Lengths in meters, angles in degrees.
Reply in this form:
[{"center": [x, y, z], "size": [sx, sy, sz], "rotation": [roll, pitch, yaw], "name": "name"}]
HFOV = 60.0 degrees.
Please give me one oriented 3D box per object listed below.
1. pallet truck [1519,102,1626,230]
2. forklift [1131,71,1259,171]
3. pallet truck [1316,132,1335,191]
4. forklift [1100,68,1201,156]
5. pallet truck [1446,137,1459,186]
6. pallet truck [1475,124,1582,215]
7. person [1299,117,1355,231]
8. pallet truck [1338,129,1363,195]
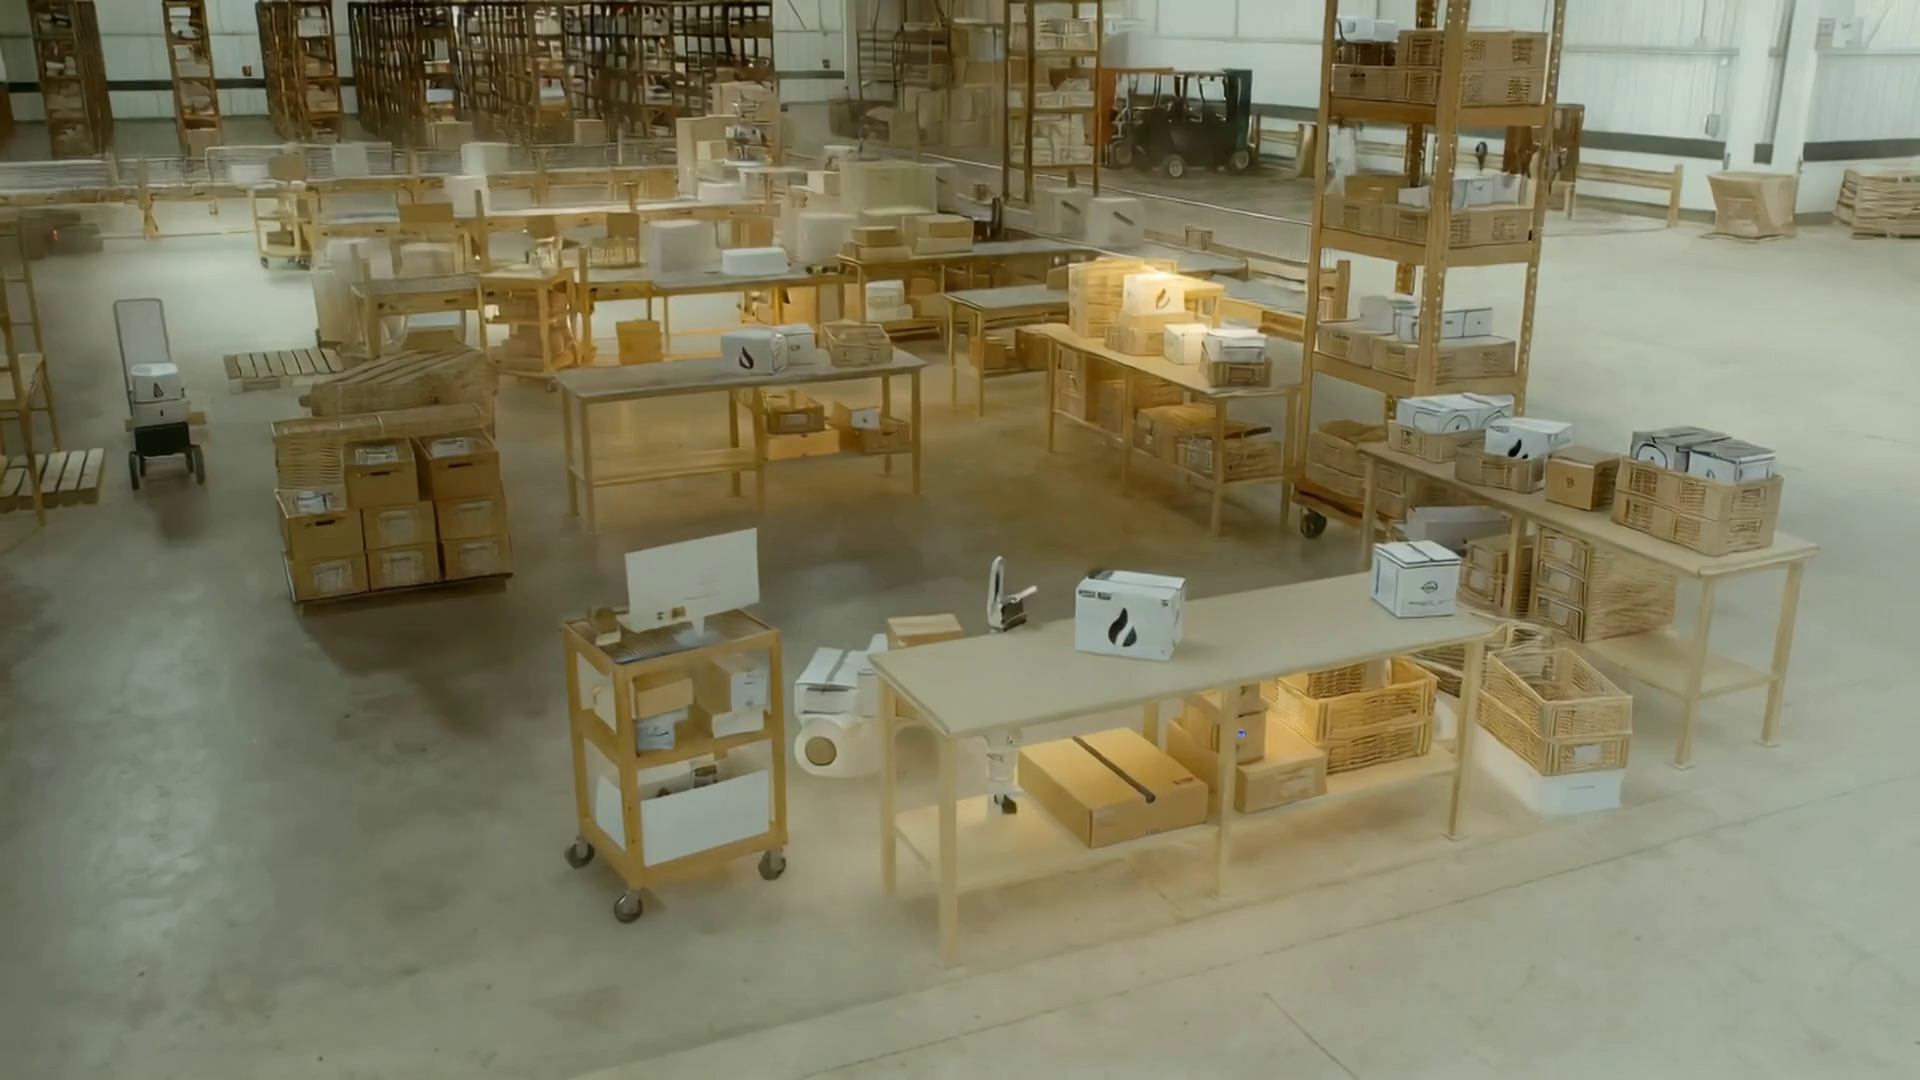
[{"center": [9.972, -6.037, 26.785], "size": [1.885, 1.965, 0.823], "rotation": [-9, 20, -25], "name": "pallet truck"}, {"center": [4.998, -8.936, 35.413], "size": [2.680, 1.987, 1.157], "rotation": [-9, 20, -25], "name": "forklift"}, {"center": [7.723, -7.504, 32.656], "size": [1.601, 1.201, 0.680], "rotation": [-8, 19, -23], "name": "pallet truck"}, {"center": [4.082, -9.564, 37.410], "size": [2.680, 1.987, 1.157], "rotation": [-8, 19, -23], "name": "forklift"}, {"center": [9.184, -6.485, 29.328], "size": [1.630, 1.274, 0.653], "rotation": [-8, 19, -23], "name": "pallet truck"}, {"center": [9.707, -6.455, 28.103], "size": [1.885, 1.965, 0.823], "rotation": [-7, 19, -20], "name": "pallet truck"}, {"center": [5.839, -5.696, 25.739], "size": [1.051, 1.978, 0.617], "rotation": [6, 18, 17], "name": "person"}, {"center": [7.845, -7.140, 31.411], "size": [1.522, 1.261, 0.704], "rotation": [-9, 20, -25], "name": "pallet truck"}]
